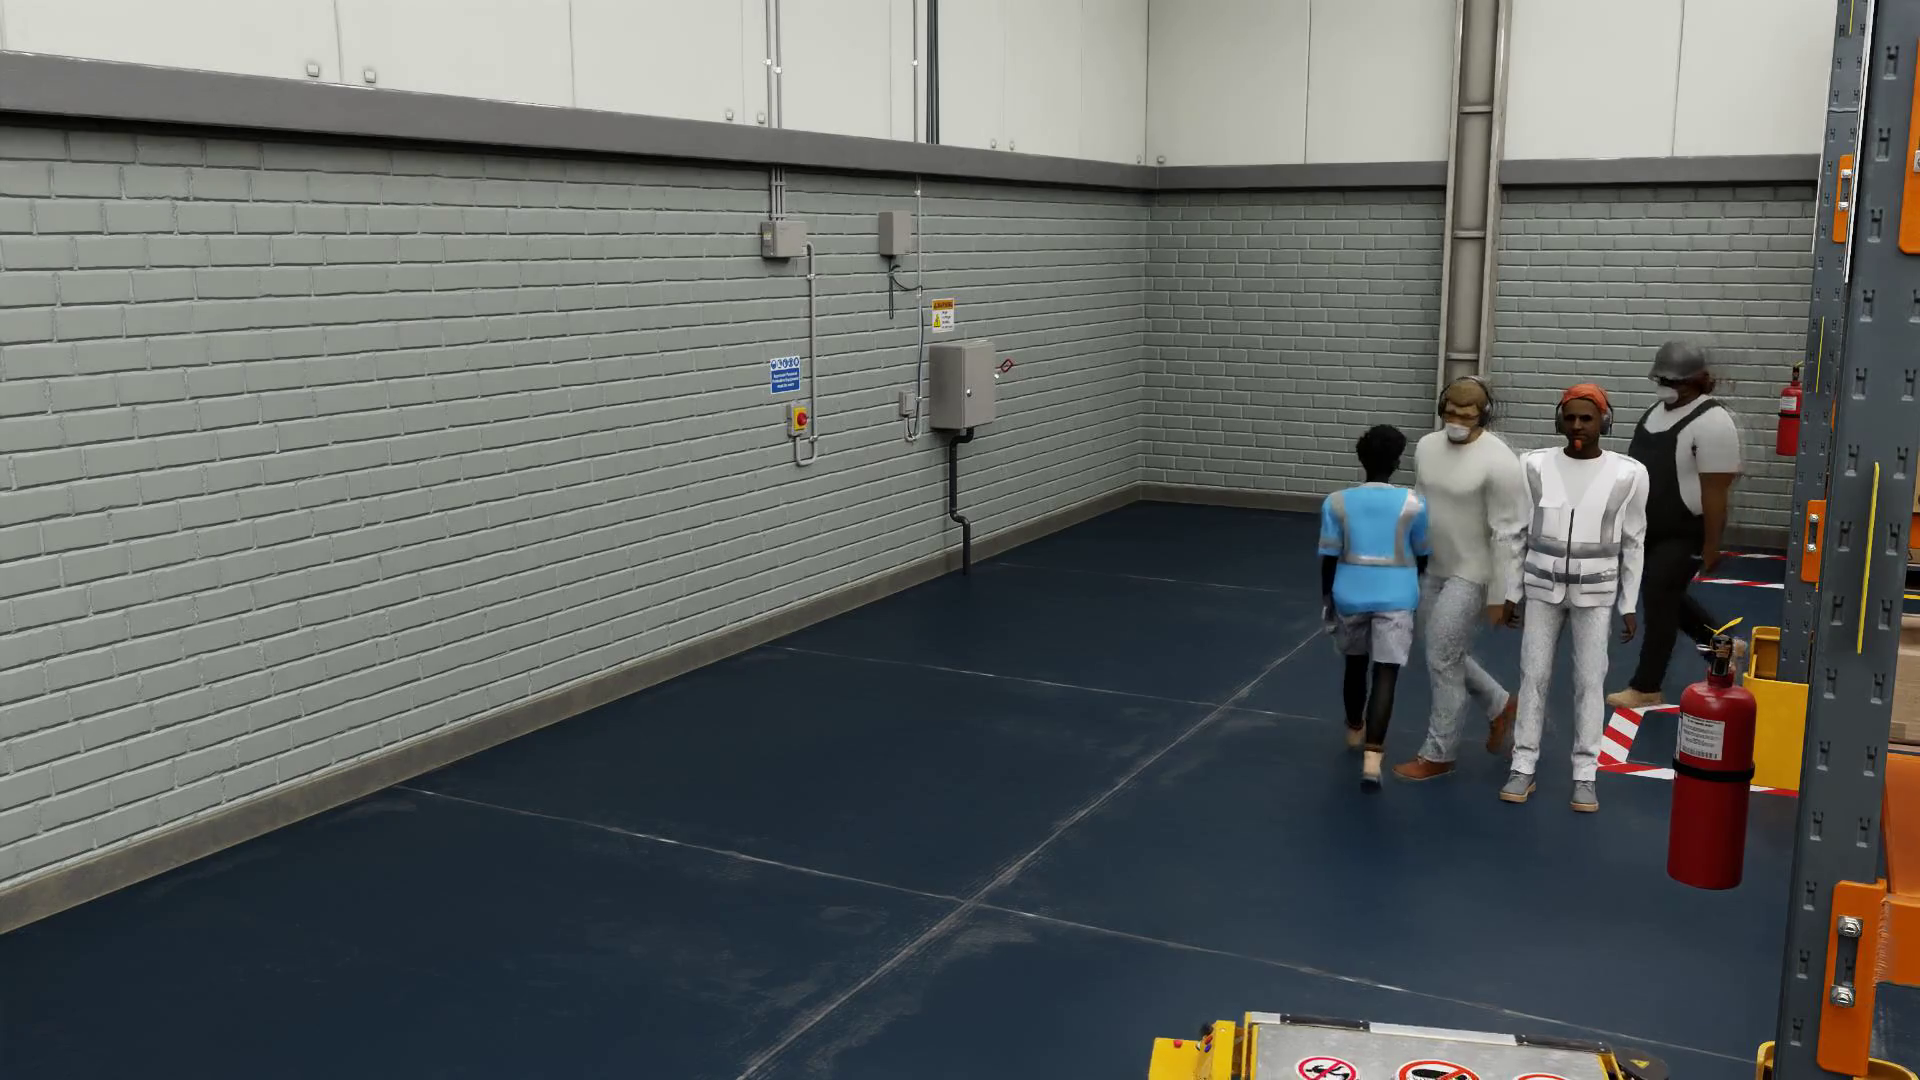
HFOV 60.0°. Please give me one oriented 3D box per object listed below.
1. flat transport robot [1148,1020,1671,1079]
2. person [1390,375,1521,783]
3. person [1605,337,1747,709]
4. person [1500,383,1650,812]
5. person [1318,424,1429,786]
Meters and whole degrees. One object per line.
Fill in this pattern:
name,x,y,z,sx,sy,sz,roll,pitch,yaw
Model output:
flat transport robot,1.225,1.563,4.552,1.431,0.197,0.652,2,11,11
person,2.362,0.178,7.678,0.704,1.899,0.635,-4,11,-21
person,3.899,-0.116,8.879,0.822,2.000,0.719,-1,10,-7
person,2.679,0.252,7.303,0.573,1.883,0.356,5,12,27
person,1.934,0.286,7.773,0.527,1.652,0.872,5,12,26
